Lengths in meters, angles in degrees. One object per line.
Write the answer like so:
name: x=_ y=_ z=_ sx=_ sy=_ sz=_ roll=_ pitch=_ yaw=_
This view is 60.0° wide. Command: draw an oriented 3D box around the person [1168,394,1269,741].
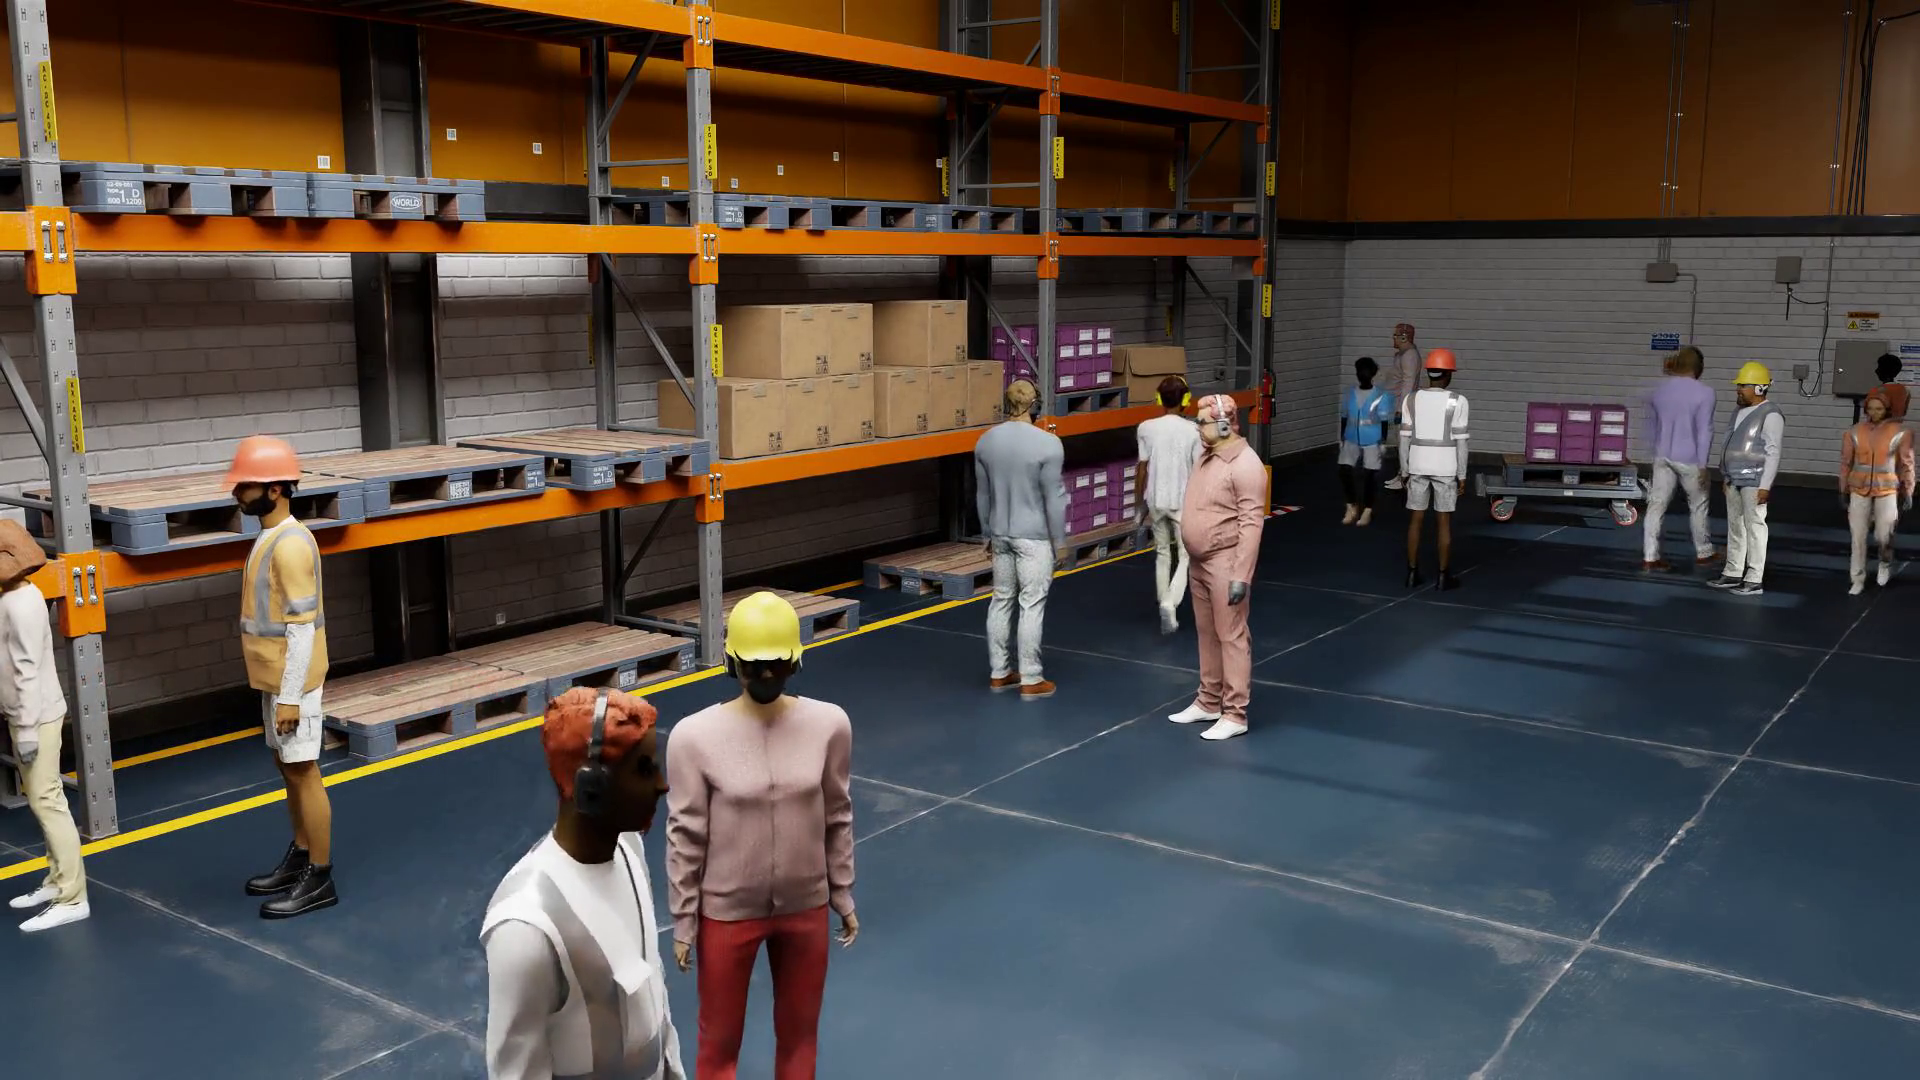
person: x=1.412 y=0.146 z=9.192 sx=0.405 sy=1.903 sz=0.636 roll=-3 pitch=10 yaw=-18

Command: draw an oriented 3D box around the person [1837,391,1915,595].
person: x=7.208 y=-0.371 z=13.087 sx=0.550 sy=1.619 sz=0.438 roll=8 pitch=13 yaw=41

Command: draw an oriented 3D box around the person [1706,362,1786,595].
person: x=6.220 y=-0.488 z=13.160 sx=0.404 sy=1.832 sz=0.600 roll=-1 pitch=10 yaw=-7

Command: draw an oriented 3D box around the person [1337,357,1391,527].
person: x=3.956 y=-0.957 z=16.381 sx=0.553 sy=1.678 sz=0.473 roll=7 pitch=12 yaw=34

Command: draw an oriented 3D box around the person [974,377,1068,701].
person: x=0.364 y=-0.008 z=10.004 sx=0.637 sy=1.936 sz=0.379 roll=8 pitch=13 yaw=40

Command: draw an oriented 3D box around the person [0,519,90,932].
person: x=-3.699 y=0.719 z=6.593 sx=0.284 sy=1.626 sz=0.492 roll=-7 pitch=12 yaw=-34

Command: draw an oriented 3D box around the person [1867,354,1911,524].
person: x=9.238 y=-1.002 z=16.629 sx=0.539 sy=1.695 sz=0.319 roll=-5 pitch=11 yaw=-27

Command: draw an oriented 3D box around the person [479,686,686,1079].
person: x=-0.720 y=1.181 z=3.265 sx=1.006 sy=1.829 sz=0.584 roll=1 pitch=10 yaw=5

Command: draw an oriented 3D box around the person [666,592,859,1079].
person: x=-0.522 y=1.002 z=4.497 sx=0.533 sy=1.765 sz=0.329 roll=-4 pitch=10 yaw=-24

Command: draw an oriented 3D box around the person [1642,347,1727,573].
person: x=6.169 y=-0.680 z=14.100 sx=0.952 sy=1.896 sz=0.653 roll=-6 pitch=11 yaw=-31

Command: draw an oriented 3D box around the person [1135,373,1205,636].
person: x=1.450 y=-0.225 z=11.545 sx=0.527 sy=1.853 sz=0.634 roll=4 pitch=10 yaw=20

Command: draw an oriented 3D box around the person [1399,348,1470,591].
person: x=3.805 y=-0.566 z=13.327 sx=0.552 sy=1.932 sz=0.377 roll=6 pitch=11 yaw=34

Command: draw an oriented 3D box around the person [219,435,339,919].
person: x=-2.735 y=0.543 z=6.700 sx=0.349 sy=1.942 sz=0.545 roll=-6 pitch=11 yaw=-31

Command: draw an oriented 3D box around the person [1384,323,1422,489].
person: x=5.096 y=-1.540 z=19.204 sx=0.406 sy=1.911 sz=0.636 roll=3 pitch=10 yaw=17
